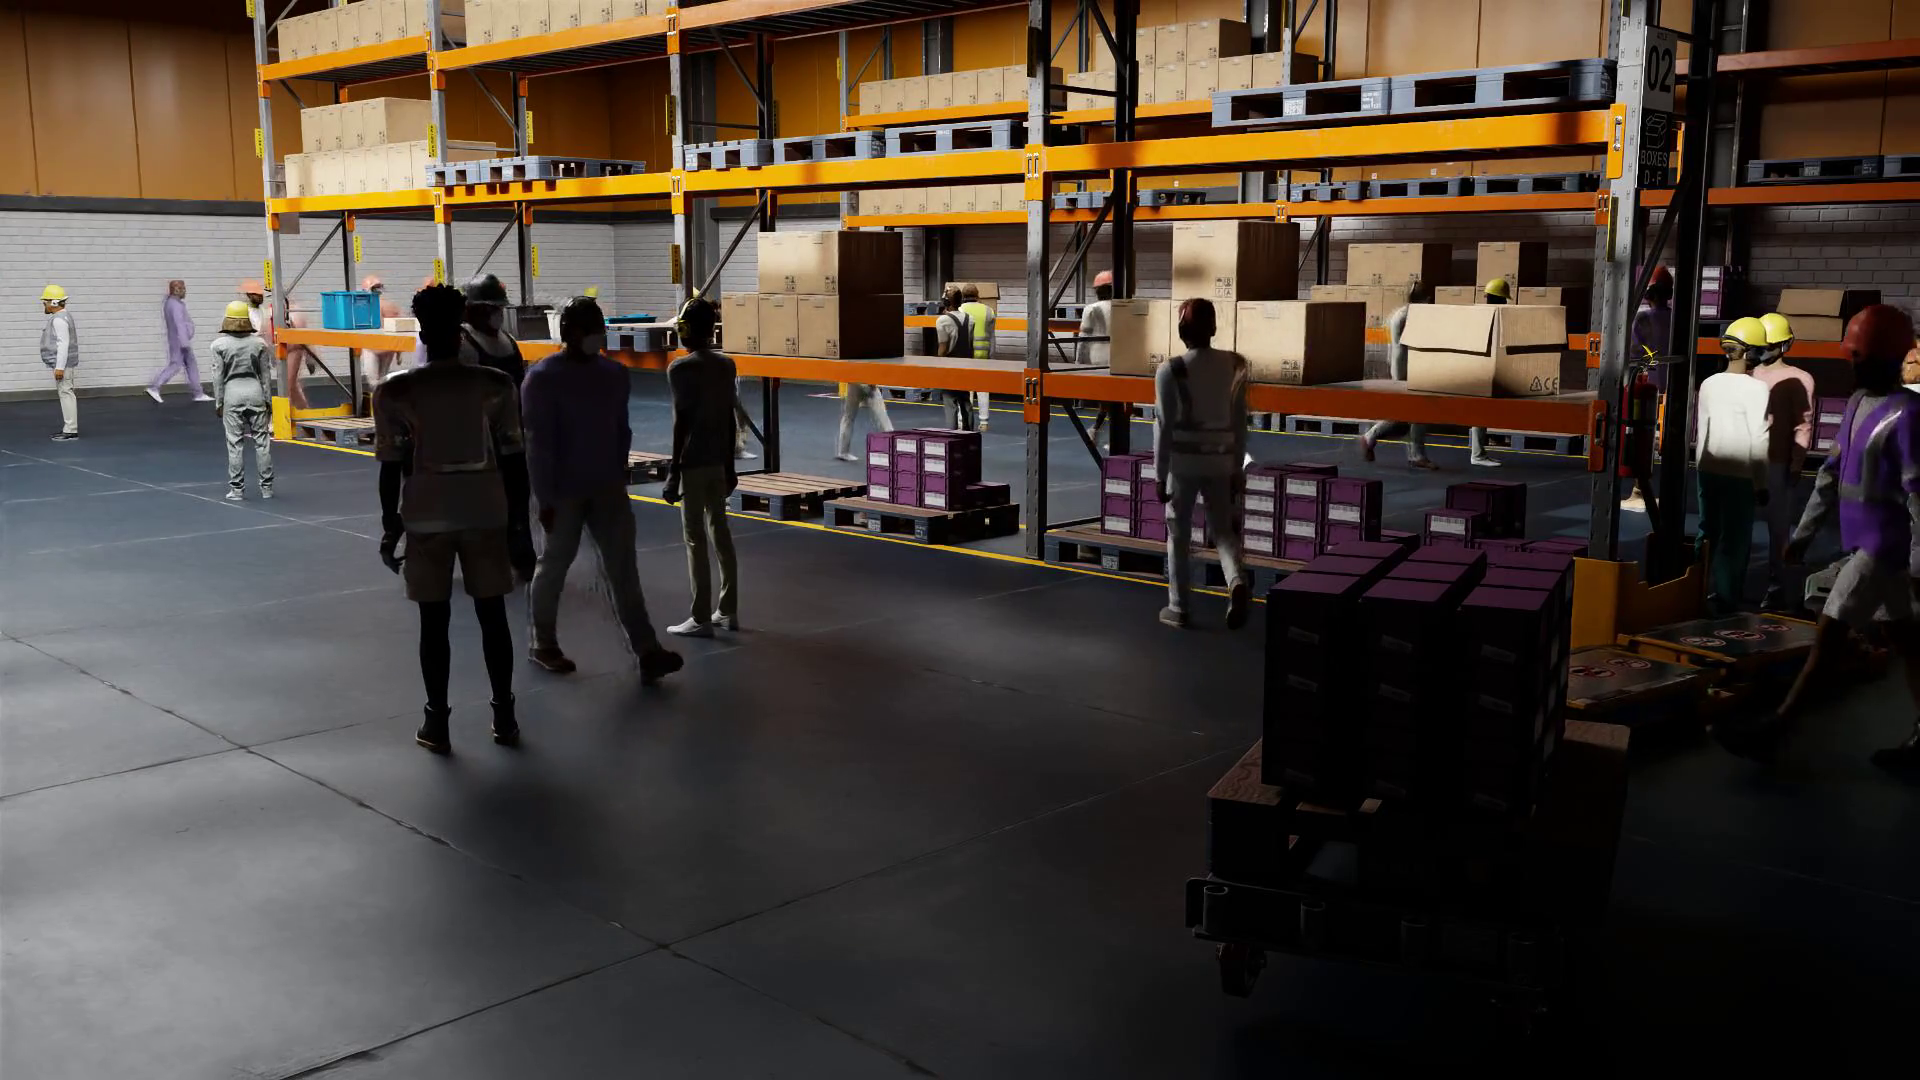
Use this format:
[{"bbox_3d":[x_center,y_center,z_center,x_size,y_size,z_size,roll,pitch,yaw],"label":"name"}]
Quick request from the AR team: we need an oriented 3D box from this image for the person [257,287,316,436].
[{"bbox_3d":[-8.309,-2.214,20.407,0.717,1.838,1.028,5,10,27],"label":"person"}]

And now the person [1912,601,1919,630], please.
[{"bbox_3d":[5.360,-0.362,9.104,0.734,1.814,0.652,0,9,1],"label":"person"}]

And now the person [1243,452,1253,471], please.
[{"bbox_3d":[2.476,-1.527,16.242,0.521,1.835,0.903,-8,12,-41],"label":"person"}]

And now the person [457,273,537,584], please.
[{"bbox_3d":[-3.119,-0.725,10.660,0.921,2.000,0.692,5,10,27],"label":"person"}]

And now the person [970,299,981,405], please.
[{"bbox_3d":[0.210,-2.566,23.214,0.502,1.627,0.270,-4,10,-25],"label":"person"}]

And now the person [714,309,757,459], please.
[{"bbox_3d":[-2.595,-1.656,17.716,0.823,1.604,0.516,1,9,7],"label":"person"}]

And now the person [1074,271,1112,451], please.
[{"bbox_3d":[1.564,-2.000,18.652,0.614,1.986,1.042,-6,11,-33],"label":"person"}]

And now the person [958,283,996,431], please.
[{"bbox_3d":[0.133,-2.262,20.700,0.629,1.840,0.429,-3,10,-18],"label":"person"}]

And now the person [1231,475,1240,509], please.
[{"bbox_3d":[2.205,-1.203,14.021,0.467,1.898,0.594,7,12,39],"label":"person"}]

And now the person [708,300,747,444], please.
[{"bbox_3d":[-2.847,-1.932,19.231,0.860,1.646,0.550,4,10,23],"label":"person"}]

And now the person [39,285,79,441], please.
[{"bbox_3d":[-10.613,-2.082,19.614,0.403,1.833,0.591,-5,10,-26],"label":"person"}]

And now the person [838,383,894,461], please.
[{"bbox_3d":[-0.936,-1.590,17.318,0.898,1.591,0.509,6,11,34],"label":"person"}]

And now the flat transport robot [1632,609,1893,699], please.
[{"bbox_3d":[3.902,0.551,8.245,1.431,0.197,0.652,-6,11,-31],"label":"flat transport robot"}]

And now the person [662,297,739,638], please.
[{"bbox_3d":[-1.434,-0.394,9.162,0.312,1.867,0.538,6,11,34],"label":"person"}]

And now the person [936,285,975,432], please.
[{"bbox_3d":[-0.062,-1.791,17.790,0.506,1.846,0.349,-8,12,-40],"label":"person"}]

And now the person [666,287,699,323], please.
[{"bbox_3d":[-2.795,-1.718,17.384,0.404,1.833,0.590,9,13,44],"label":"person"}]

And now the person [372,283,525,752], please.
[{"bbox_3d":[-2.131,-0.088,6.994,0.601,1.961,0.372,-4,10,-23],"label":"person"}]

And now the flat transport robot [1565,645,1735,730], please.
[{"bbox_3d":[2.752,0.690,7.392,1.431,0.197,0.652,-7,11,-35],"label":"flat transport robot"}]

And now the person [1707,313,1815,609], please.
[{"bbox_3d":[4.794,-0.469,9.943,0.317,1.765,0.522,-7,12,-36],"label":"person"}]

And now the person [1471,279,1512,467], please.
[{"bbox_3d":[5.442,-1.714,17.089,0.373,1.921,0.585,3,10,19],"label":"person"}]

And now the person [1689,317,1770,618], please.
[{"bbox_3d":[4.296,-0.352,9.250,0.340,1.760,0.530,-2,9,-12],"label":"person"}]

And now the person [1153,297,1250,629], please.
[{"bbox_3d":[1.346,-0.397,9.164,0.587,1.867,0.713,-3,10,-16],"label":"person"}]

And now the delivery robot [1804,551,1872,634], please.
[{"bbox_3d":[4.805,0.258,8.889,0.707,0.478,0.477,-9,13,-44],"label":"delivery robot"}]

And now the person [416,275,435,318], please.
[{"bbox_3d":[-6.785,-2.446,21.502,0.701,1.945,0.678,5,10,27],"label":"person"}]

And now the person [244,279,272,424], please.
[{"bbox_3d":[-9.122,-2.422,21.529,0.983,1.895,0.561,3,10,16],"label":"person"}]

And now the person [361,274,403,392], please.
[{"bbox_3d":[-7.575,-2.487,21.736,0.626,1.955,0.805,-7,12,-37],"label":"person"}]

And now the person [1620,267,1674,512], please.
[{"bbox_3d":[5.776,-1.244,13.859,0.605,2.034,0.391,-1,9,-7],"label":"person"}]

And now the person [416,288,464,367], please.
[{"bbox_3d":[-4.063,-1.077,13.336,0.608,1.880,1.001,-7,11,-36],"label":"person"}]

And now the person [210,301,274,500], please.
[{"bbox_3d":[-6.303,-1.222,14.617,0.487,1.744,0.296,-6,11,-35],"label":"person"}]

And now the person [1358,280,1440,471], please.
[{"bbox_3d":[4.478,-1.665,16.794,0.764,1.917,0.635,9,13,43],"label":"person"}]

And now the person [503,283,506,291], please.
[{"bbox_3d":[-5.528,-2.181,20.091,0.647,1.866,0.601,7,11,35],"label":"person"}]

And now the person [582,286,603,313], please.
[{"bbox_3d":[-6.216,-3.422,28.137,0.540,1.724,0.644,4,10,23],"label":"person"}]

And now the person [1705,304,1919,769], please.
[{"bbox_3d":[3.553,0.010,6.630,1.018,1.868,0.588,2,9,13],"label":"person"}]

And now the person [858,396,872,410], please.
[{"bbox_3d":[-1.322,-2.714,23.900,0.535,1.700,0.318,9,13,43],"label":"person"}]

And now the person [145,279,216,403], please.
[{"bbox_3d":[-11.870,-3.006,25.177,0.931,1.872,0.654,-4,10,-26],"label":"person"}]

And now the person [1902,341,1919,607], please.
[{"bbox_3d":[5.541,-0.335,9.552,0.562,1.622,0.451,5,11,29],"label":"person"}]

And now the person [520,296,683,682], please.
[{"bbox_3d":[-1.806,-0.233,8.119,1.023,1.882,0.660,9,13,42],"label":"person"}]
